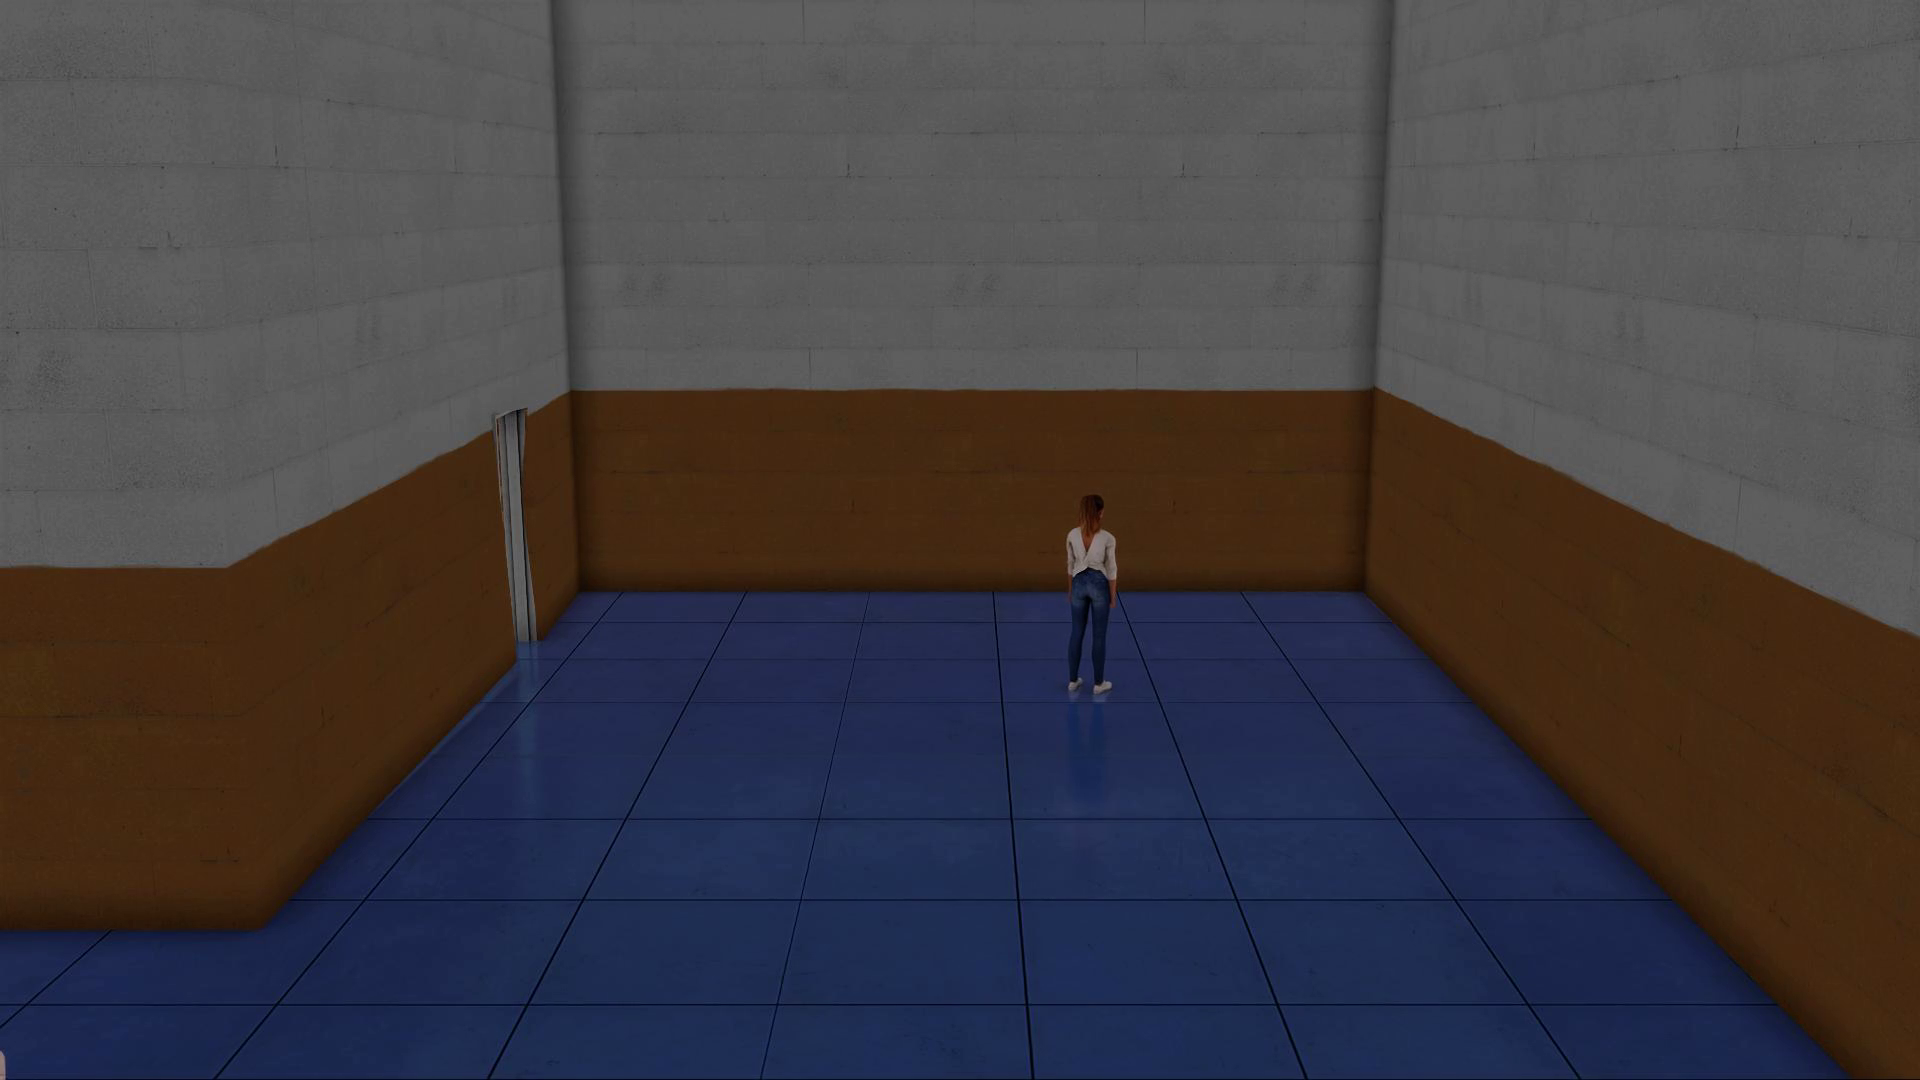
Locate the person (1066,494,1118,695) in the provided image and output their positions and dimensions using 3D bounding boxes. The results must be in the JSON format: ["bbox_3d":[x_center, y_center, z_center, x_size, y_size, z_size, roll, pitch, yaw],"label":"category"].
[{"bbox_3d":[1.118,0.455,14.251,0.591,1.722,0.731,5,13,23],"label":"person"}]
